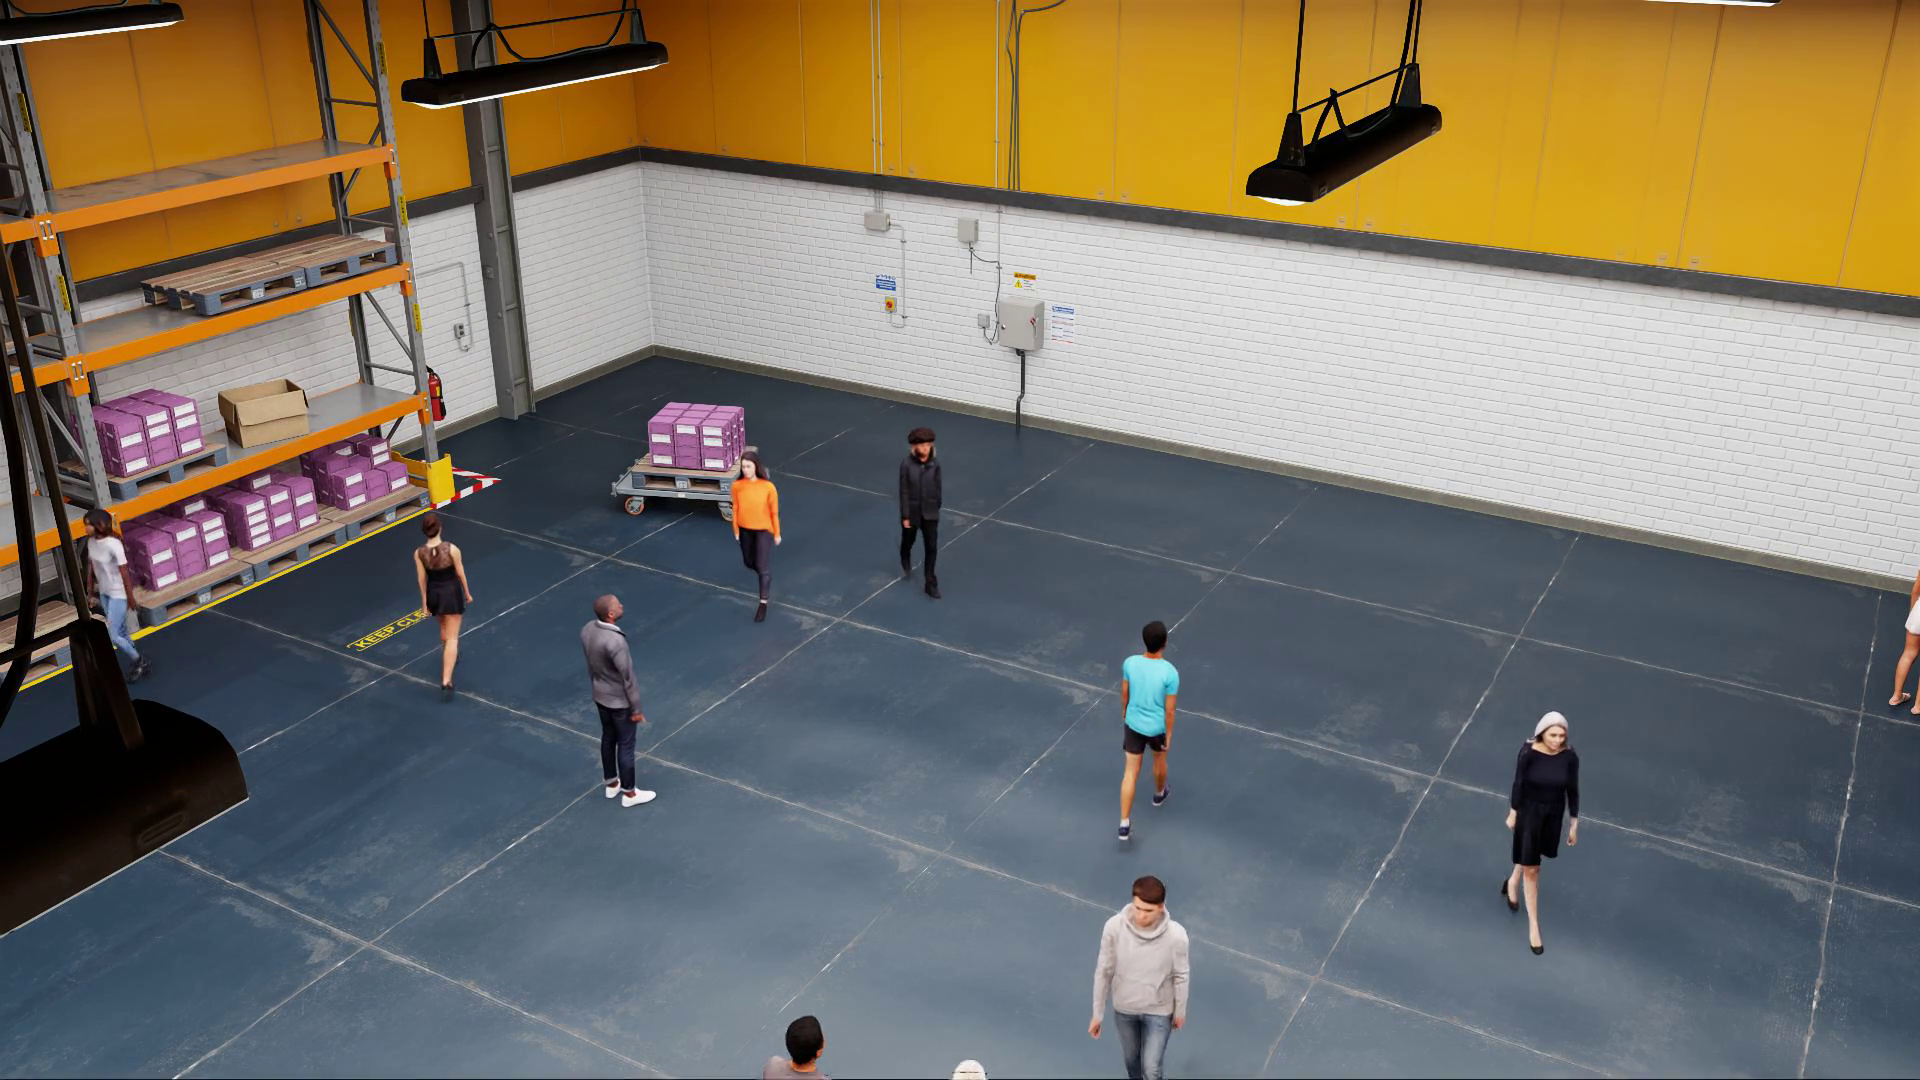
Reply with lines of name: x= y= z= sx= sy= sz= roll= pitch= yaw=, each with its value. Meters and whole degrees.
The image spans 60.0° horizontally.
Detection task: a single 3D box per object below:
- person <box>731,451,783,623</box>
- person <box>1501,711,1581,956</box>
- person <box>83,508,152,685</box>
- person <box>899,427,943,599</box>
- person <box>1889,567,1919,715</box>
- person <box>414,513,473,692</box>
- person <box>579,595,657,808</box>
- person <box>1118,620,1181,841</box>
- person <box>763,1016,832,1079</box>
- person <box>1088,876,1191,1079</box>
person: x=-1.985 y=-0.098 z=16.443 sx=0.849 sy=1.720 sz=1.122 roll=4 pitch=24 yaw=8
person: x=4.067 y=1.951 z=11.765 sx=0.934 sy=1.713 sz=1.151 roll=0 pitch=24 yaw=-1
person: x=-7.604 y=0.493 z=15.110 sx=0.607 sy=1.707 sz=0.622 roll=15 pitch=28 yaw=31
person: x=-0.439 y=-0.323 z=16.913 sx=1.074 sy=1.757 sz=1.126 roll=-7 pitch=25 yaw=-15
person: x=8.528 y=0.713 z=14.619 sx=0.690 sy=1.696 sz=0.661 roll=-12 pitch=26 yaw=-26
person: x=-4.658 y=0.582 z=14.996 sx=0.930 sy=1.634 sz=1.182 roll=1 pitch=24 yaw=1
person: x=-2.747 y=1.265 z=13.204 sx=0.688 sy=1.817 sz=0.775 roll=-22 pitch=32 yaw=-40
person: x=1.396 y=1.494 z=12.789 sx=0.734 sy=1.731 sz=1.186 roll=10 pitch=25 yaw=21
person: x=-0.874 y=3.282 z=8.690 sx=0.733 sy=1.737 sz=1.111 roll=11 pitch=26 yaw=23
person: x=1.117 y=2.708 z=9.884 sx=0.749 sy=1.832 sz=0.837 roll=9 pitch=25 yaw=20
